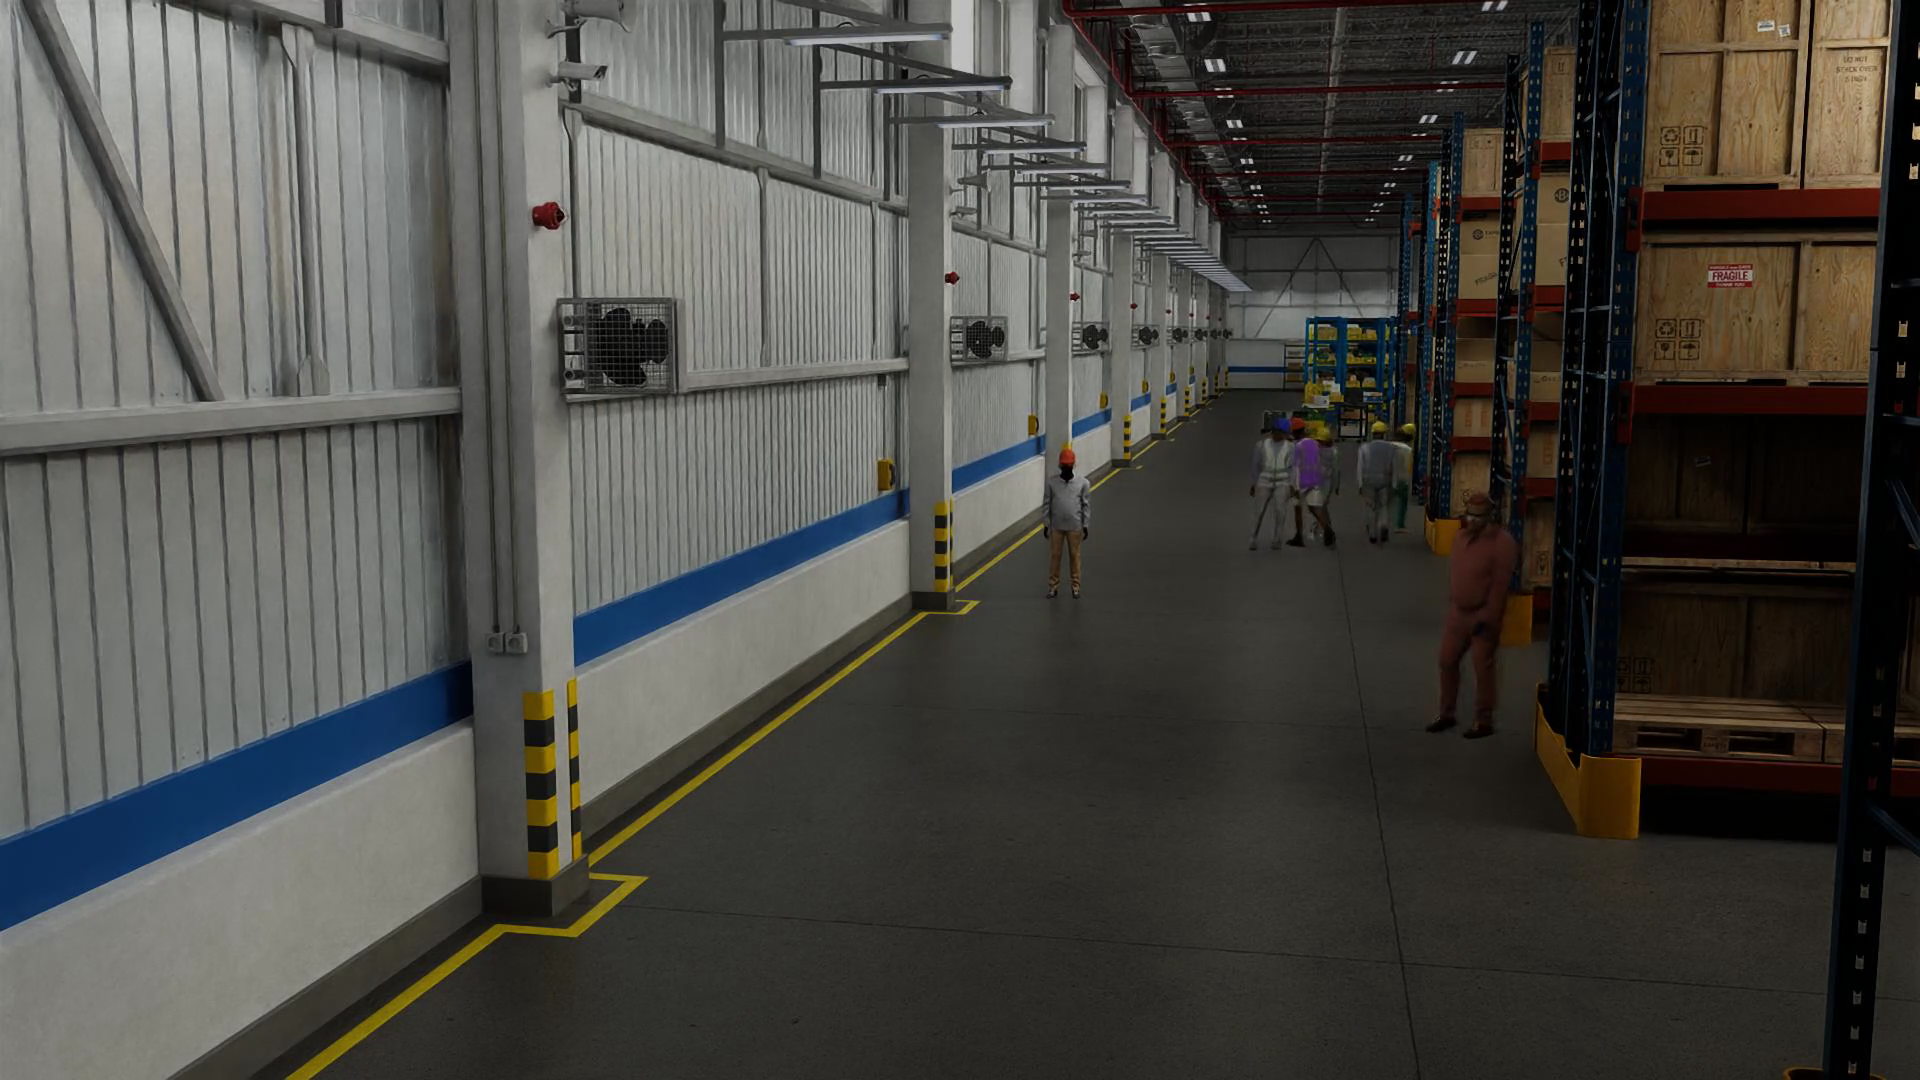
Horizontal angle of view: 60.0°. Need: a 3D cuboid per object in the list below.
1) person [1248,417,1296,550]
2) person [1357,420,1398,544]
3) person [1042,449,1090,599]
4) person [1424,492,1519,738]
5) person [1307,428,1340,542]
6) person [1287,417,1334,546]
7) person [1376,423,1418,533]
[{"bbox_3d":[4.417,-0.785,23.529,0.669,1.907,0.526,0,7,3],"label":"person"},{"bbox_3d":[6.109,-0.844,24.375,0.588,1.812,0.436,1,7,8],"label":"person"},{"bbox_3d":[1.233,-0.190,19.364,0.563,1.755,0.323,1,7,7],"label":"person"},{"bbox_3d":[3.901,0.581,12.691,0.519,1.886,0.661,-4,8,-31],"label":"person"},{"bbox_3d":[5.409,-0.836,24.826,0.566,1.684,0.898,7,10,44],"label":"person"},{"bbox_3d":[4.999,-0.812,23.824,0.590,1.895,0.756,-5,8,-33],"label":"person"},{"bbox_3d":[6.646,-0.936,25.455,0.670,1.722,0.599,-3,8,-24],"label":"person"}]
